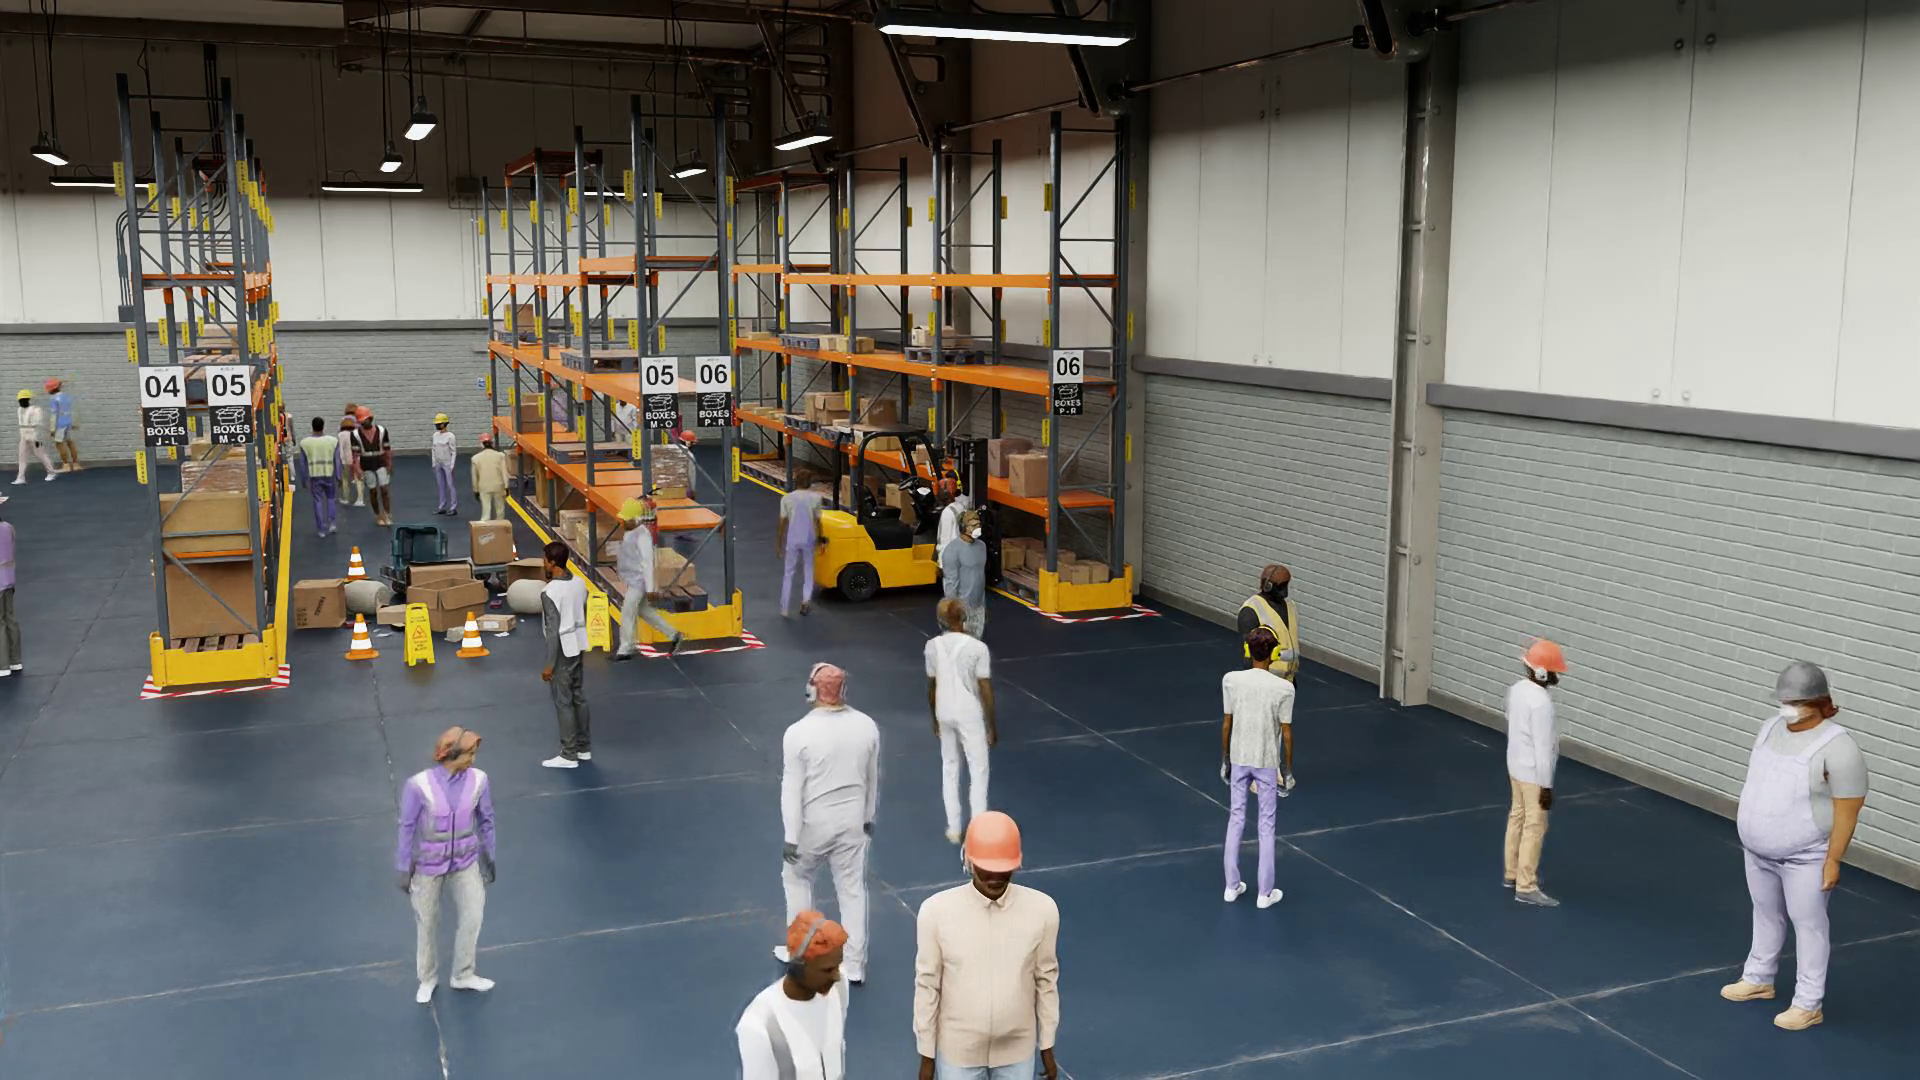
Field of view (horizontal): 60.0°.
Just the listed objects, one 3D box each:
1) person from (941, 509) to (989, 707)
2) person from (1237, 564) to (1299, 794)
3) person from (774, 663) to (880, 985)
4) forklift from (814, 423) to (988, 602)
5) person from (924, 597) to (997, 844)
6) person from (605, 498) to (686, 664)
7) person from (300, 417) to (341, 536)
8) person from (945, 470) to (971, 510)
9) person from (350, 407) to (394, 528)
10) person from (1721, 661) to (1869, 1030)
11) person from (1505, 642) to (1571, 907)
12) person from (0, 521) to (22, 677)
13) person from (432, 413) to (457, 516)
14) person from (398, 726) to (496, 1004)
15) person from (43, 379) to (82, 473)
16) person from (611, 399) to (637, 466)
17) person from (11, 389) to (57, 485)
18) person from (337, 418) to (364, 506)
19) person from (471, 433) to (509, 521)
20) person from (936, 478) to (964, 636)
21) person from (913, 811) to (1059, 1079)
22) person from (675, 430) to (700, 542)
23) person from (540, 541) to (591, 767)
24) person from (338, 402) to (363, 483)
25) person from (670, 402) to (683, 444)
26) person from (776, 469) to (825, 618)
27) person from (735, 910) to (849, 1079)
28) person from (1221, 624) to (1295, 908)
[{"bbox_3d":[0.073,0.662,15.799,0.371,1.940,0.630,5,11,31],"label":"person"},{"bbox_3d":[2.498,1.102,13.342,0.626,1.842,0.429,-8,12,-43],"label":"person"},{"bbox_3d":[-0.825,1.642,9.808,0.685,1.878,0.773,-6,11,-35],"label":"person"},{"bbox_3d":[-0.830,-0.399,21.676,2.313,2.155,1.214,-4,10,-21],"label":"forklift"},{"bbox_3d":[0.050,1.327,12.065,0.680,1.814,0.320,5,10,27],"label":"person"},{"bbox_3d":[-3.372,0.421,17.750,0.822,1.793,0.589,-3,10,-19],"label":"person"},{"bbox_3d":[-10.203,-1.018,26.549,0.601,1.891,0.751,-4,10,-23],"label":"person"},{"bbox_3d":[-0.033,0.093,19.652,0.328,1.862,0.503,-4,10,-24],"label":"person"},{"bbox_3d":[-9.552,-1.161,27.096,0.648,1.995,0.905,-4,10,-23],"label":"person"},{"bbox_3d":[4.569,1.660,9.200,0.539,2.000,0.688,-3,9,-18],"label":"person"},{"bbox_3d":[3.823,1.522,11.027,0.342,1.736,0.603,0,9,1],"label":"person"},{"bbox_3d":[-9.951,0.455,17.137,0.366,1.926,0.594,0,9,-1],"label":"person"},{"bbox_3d":[-8.906,-1.299,28.689,0.525,1.769,0.309,5,10,28],"label":"person"},{"bbox_3d":[-2.925,1.839,9.434,0.558,1.609,0.423,-6,11,-35],"label":"person"},{"bbox_3d":[-18.843,-2.397,34.928,0.419,1.999,0.788,0,9,1],"label":"person"},{"bbox_3d":[-7.097,-2.313,35.100,0.563,1.753,0.327,1,9,4],"label":"person"},{"bbox_3d":[-18.537,-2.078,33.222,0.600,1.888,0.964,3,10,19],"label":"person"},{"bbox_3d":[-10.968,-1.404,29.910,0.818,1.568,0.512,8,12,40],"label":"person"},{"bbox_3d":[-7.285,-0.807,25.861,0.587,1.676,0.909,-1,9,-7],"label":"person"},{"bbox_3d":[-0.097,0.233,18.712,0.352,1.876,0.576,2,9,12],"label":"person"},{"bbox_3d":[0.113,2.064,6.802,0.610,1.993,0.380,-2,9,-11],"label":"person"},{"bbox_3d":[-4.234,-0.837,25.859,0.369,1.740,0.582,-7,12,-38],"label":"person"},{"bbox_3d":[-3.317,0.959,13.998,0.371,1.916,0.597,2,9,15],"label":"person"},{"bbox_3d":[-12.171,-1.946,33.279,0.507,1.601,0.749,-7,11,-37],"label":"person"},{"bbox_3d":[-6.644,-2.868,38.602,0.351,1.759,0.523,4,10,24],"label":"person"},{"bbox_3d":[-1.923,0.052,20.057,0.602,1.806,0.541,-1,9,-4],"label":"person"},{"bbox_3d":[-0.533,2.243,6.125,0.849,1.843,0.593,7,11,38],"label":"person"},{"bbox_3d":[1.948,1.480,10.919,0.498,1.861,0.326,4,10,26],"label":"person"}]
